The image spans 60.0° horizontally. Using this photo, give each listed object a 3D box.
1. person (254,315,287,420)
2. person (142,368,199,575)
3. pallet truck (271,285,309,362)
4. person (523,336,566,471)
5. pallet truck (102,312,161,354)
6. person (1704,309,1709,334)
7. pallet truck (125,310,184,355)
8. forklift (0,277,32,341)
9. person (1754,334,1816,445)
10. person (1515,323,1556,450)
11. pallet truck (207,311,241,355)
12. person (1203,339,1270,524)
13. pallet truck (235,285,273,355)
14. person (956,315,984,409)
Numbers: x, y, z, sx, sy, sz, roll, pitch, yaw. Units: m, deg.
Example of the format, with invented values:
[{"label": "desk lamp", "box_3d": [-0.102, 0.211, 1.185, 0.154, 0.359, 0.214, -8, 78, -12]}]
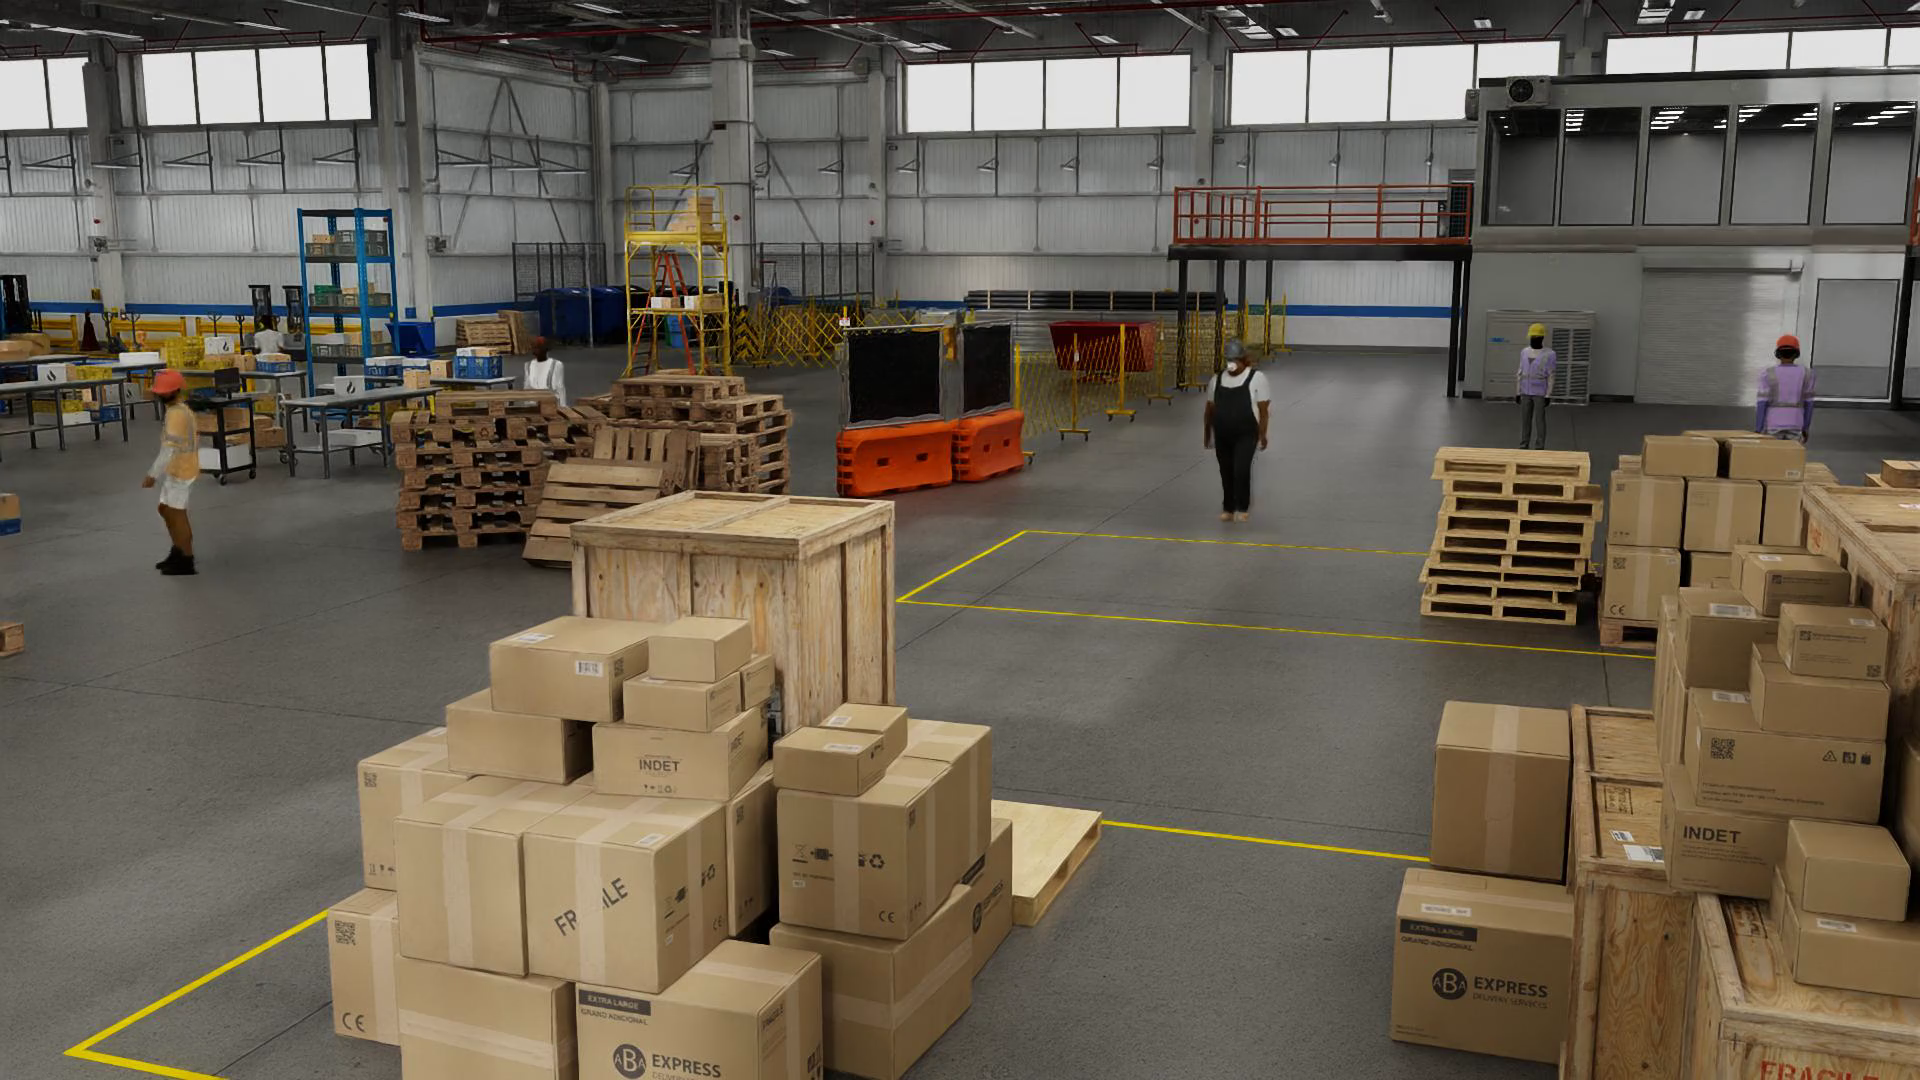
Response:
[{"label": "person", "box_3d": [-12.021, -3.013, 29.067, 0.561, 1.815, 1.001, -3, 11, -17]}, {"label": "person", "box_3d": [-7.273, -0.620, 15.287, 0.506, 1.920, 0.570, -5, 11, -27]}, {"label": "pallet truck", "box_3d": [-17.147, -5.700, 43.663, 0.823, 1.965, 1.885, 3, 11, 17]}, {"label": "person", "box_3d": [-5.374, -1.690, 21.433, 0.609, 1.868, 0.412, 4, 11, 21]}, {"label": "pallet truck", "box_3d": [-23.057, -5.777, 46.261, 0.680, 1.201, 1.601, 3, 11, 19]}, {"label": "person", "box_3d": [18.184, -5.208, 41.138, 0.681, 1.890, 0.608, -8, 13, -37]}, {"label": "pallet truck", "box_3d": [-22.038, -5.665, 45.457, 0.704, 1.261, 1.522, 3, 11, 17]}, {"label": "forklift", "box_3d": [-27.151, -6.329, 46.328, 1.157, 1.987, 2.680, 3, 11, 17]}, {"label": "person", "box_3d": [9.242, -1.289, 18.705, 0.609, 2.040, 0.394, 1, 10, 8]}, {"label": "person", "box_3d": [8.161, -2.110, 23.635, 0.355, 1.930, 0.587, -7, 12, -35]}, {"label": "pallet truck", "box_3d": [-19.537, -5.575, 44.913, 0.653, 1.274, 1.630, 3, 11, 19]}, {"label": "person", "box_3d": [2.952, -1.178, 18.072, 0.712, 2.000, 0.647, 6, 12, 32]}, {"label": "pallet truck", "box_3d": [-18.327, -5.835, 44.421, 0.823, 1.965, 1.885, 4, 11, 23]}, {"label": "person", "box_3d": [0.188, -3.344, 31.116, 0.524, 1.740, 0.795, 0, 10, 0]}]
